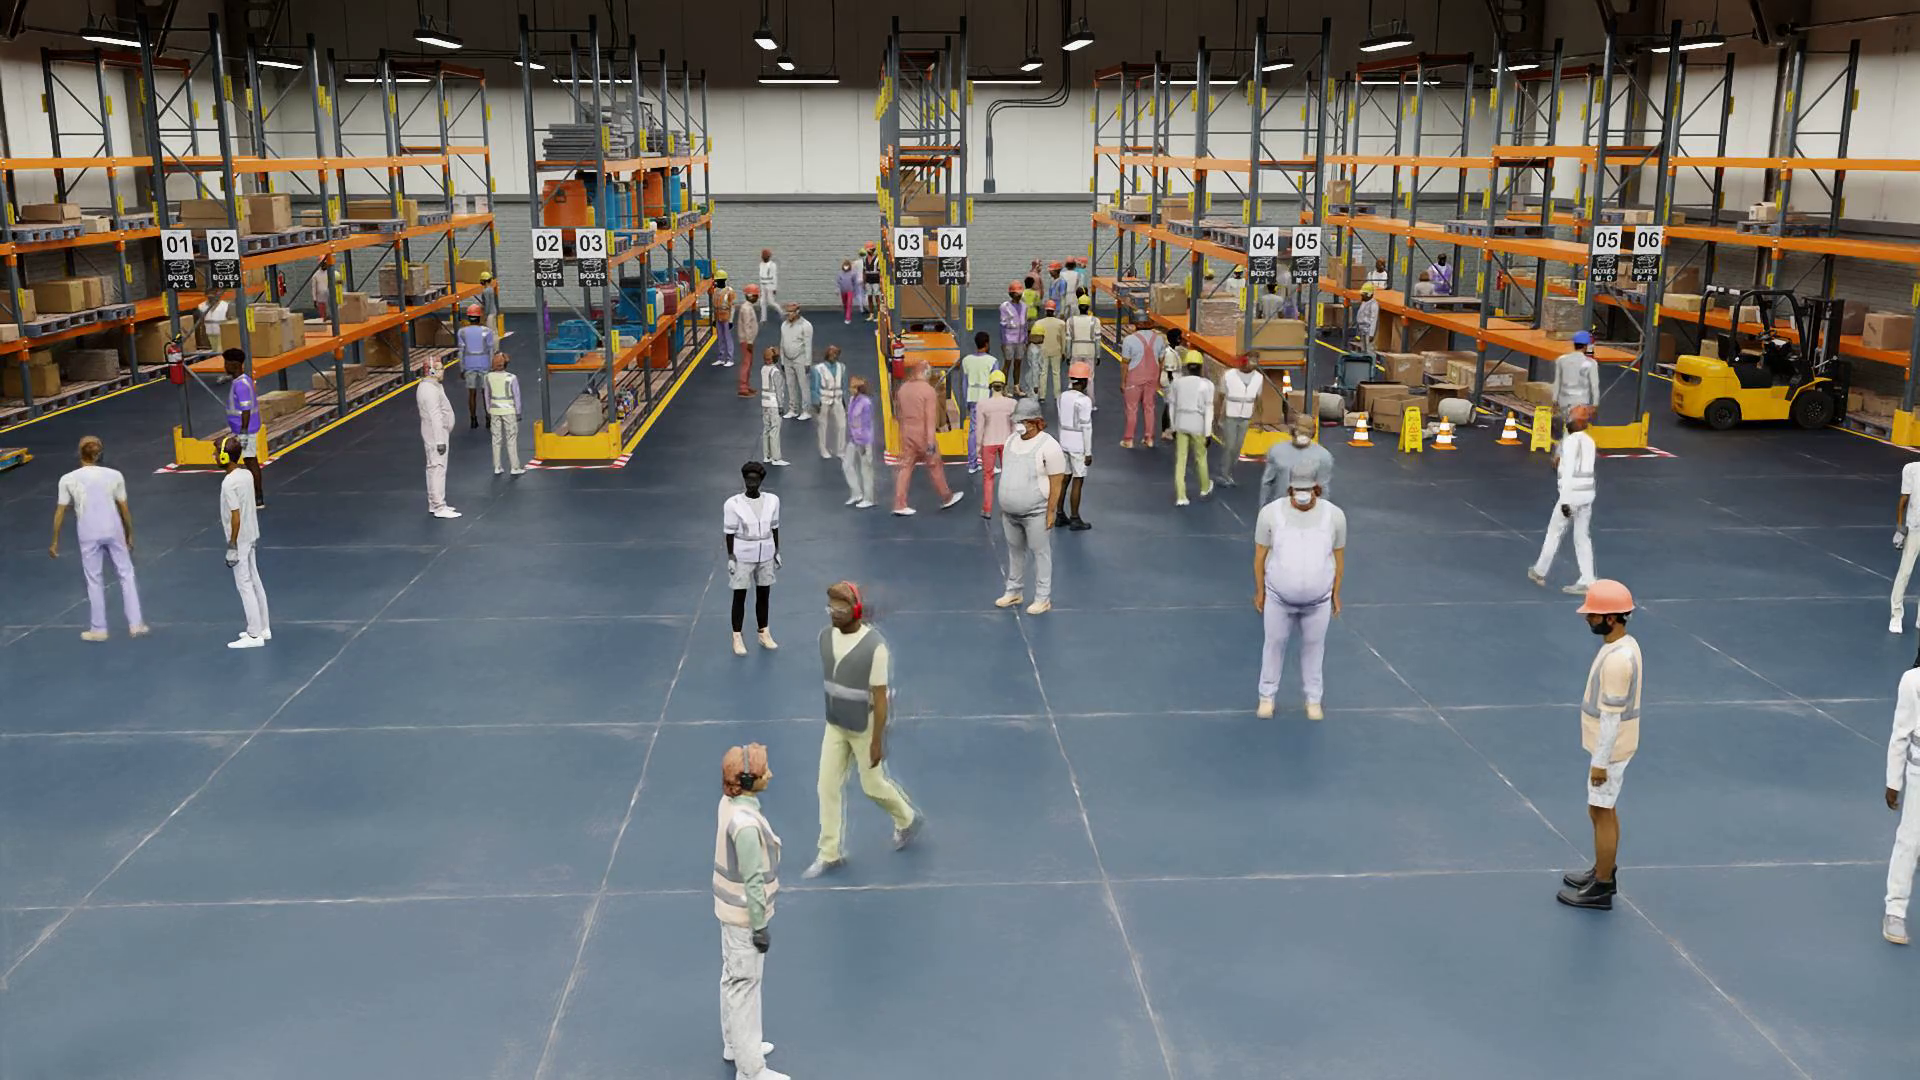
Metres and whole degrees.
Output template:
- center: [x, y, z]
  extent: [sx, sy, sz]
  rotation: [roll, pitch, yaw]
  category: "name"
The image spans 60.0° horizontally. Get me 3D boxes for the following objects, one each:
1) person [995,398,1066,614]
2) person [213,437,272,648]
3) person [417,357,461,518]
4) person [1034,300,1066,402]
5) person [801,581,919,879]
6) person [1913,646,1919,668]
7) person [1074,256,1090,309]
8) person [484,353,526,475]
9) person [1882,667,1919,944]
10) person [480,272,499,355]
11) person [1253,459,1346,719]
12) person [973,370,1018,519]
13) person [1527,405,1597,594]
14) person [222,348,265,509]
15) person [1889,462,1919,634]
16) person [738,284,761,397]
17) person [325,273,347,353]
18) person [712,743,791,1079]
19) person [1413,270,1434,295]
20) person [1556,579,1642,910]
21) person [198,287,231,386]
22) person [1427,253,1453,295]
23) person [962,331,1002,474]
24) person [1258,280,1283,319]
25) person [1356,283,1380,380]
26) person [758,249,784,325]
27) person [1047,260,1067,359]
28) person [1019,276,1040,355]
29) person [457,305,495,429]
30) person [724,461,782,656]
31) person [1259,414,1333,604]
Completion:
- center: [0.609, -0.327, 15.651]
  extent: [0.688, 2.000, 0.539]
  rotation: [12, 18, 41]
  category: "person"
- center: [-6.303, 0.019, 14.556]
  extent: [0.309, 1.868, 0.535]
  rotation: [-1, 13, -3]
  category: "person"
- center: [-6.183, -1.218, 19.717]
  extent: [0.408, 1.908, 0.646]
  rotation: [-6, 15, -25]
  category: "person"
- center: [1.547, -3.241, 28.614]
  extent: [0.566, 1.751, 0.329]
  rotation: [0, 13, 1]
  category: "person"
- center: [-0.591, 1.112, 10.061]
  extent: [0.578, 1.823, 0.828]
  rotation: [11, 17, 40]
  category: "person"
- center: [8.198, 0.181, 13.722]
  extent: [0.358, 1.938, 0.548]
  rotation: [3, 14, 11]
  category: "person"
- center: [2.922, -6.033, 40.484]
  extent: [0.430, 1.722, 0.661]
  rotation: [-6, 15, -24]
  category: "person"
- center: [-6.102, -1.681, 22.247]
  extent: [0.518, 1.640, 0.307]
  rotation: [3, 14, 13]
  category: "person"
- center: [5.353, 1.316, 9.044]
  extent: [0.580, 1.878, 0.339]
  rotation: [4, 14, 16]
  category: "person"
- center: [-9.908, -4.746, 34.962]
  extent: [0.329, 1.769, 0.526]
  rotation: [0, 13, 1]
  category: "person"
- center: [2.581, 0.379, 12.664]
  extent: [0.688, 2.000, 0.536]
  rotation: [2, 13, 7]
  category: "person"
- center: [0.426, -1.119, 19.624]
  extent: [0.555, 1.755, 0.377]
  rotation: [-3, 14, -13]
  category: "person"
- center: [6.010, -0.412, 16.456]
  extent: [0.647, 1.835, 0.814]
  rotation: [-9, 16, -35]
  category: "person"
- center: [-8.664, -1.348, 20.138]
  extent: [0.367, 1.964, 0.609]
  rotation: [-4, 14, -18]
  category: "person"
- center: [8.675, -0.071, 14.936]
  extent: [0.521, 1.871, 0.325]
  rotation: [2, 13, 10]
  category: "person"
- center: [-3.696, -3.508, 29.280]
  extent: [0.463, 1.974, 0.605]
  rotation: [-1, 13, -3]
  category: "person"
- center: [-13.200, -4.784, 35.224]
  extent: [0.488, 1.725, 0.644]
  rotation: [1, 13, 6]
  category: "person"
- center: [-0.994, 1.736, 7.767]
  extent: [0.314, 1.642, 0.514]
  rotation: [-4, 14, -16]
  category: "person"
- center: [10.459, -5.266, 37.495]
  extent: [0.499, 1.610, 0.719]
  rotation: [-4, 14, -15]
  category: "person"
- center: [3.690, 1.169, 9.572]
  extent: [0.392, 1.925, 0.548]
  rotation: [6, 14, 22]
  category: "person"
- center: [-13.735, -3.745, 30.620]
  extent: [0.579, 1.802, 0.886]
  rotation: [-1, 13, -2]
  category: "person"
- center: [11.538, -5.966, 39.970]
  extent: [0.636, 1.842, 0.429]
  rotation: [-2, 13, -8]
  category: "person"
- center: [0.293, -1.837, 22.306]
  extent: [0.593, 1.922, 0.391]
  rotation: [9, 16, 35]
  category: "person"
- center: [5.948, -4.050, 31.792]
  extent: [0.513, 1.872, 0.328]
  rotation: [9, 16, 33]
  category: "person"
- center: [7.692, -3.937, 31.425]
  extent: [0.404, 1.825, 0.594]
  rotation: [-2, 13, -8]
  category: "person"
- center: [-4.724, -6.265, 41.185]
  extent: [0.591, 1.865, 0.702]
  rotation: [11, 17, 39]
  category: "person"
- center: [1.991, -4.792, 34.599]
  extent: [0.418, 2.034, 0.604]
  rotation: [-7, 15, -26]
  category: "person"
- center: [1.449, -4.699, 34.973]
  extent: [0.543, 1.674, 0.604]
  rotation: [-2, 13, -10]
  category: "person"
- center: [-7.535, -2.693, 25.982]
  extent: [0.560, 1.930, 0.531]
  rotation: [-2, 13, -8]
  category: "person"
- center: [-1.785, 0.146, 14.380]
  extent: [0.535, 1.699, 0.321]
  rotation: [-8, 16, -31]
  category: "person"
- center: [3.150, -0.249, 15.615]
  extent: [0.675, 1.912, 0.476]
  rotation: [6, 14, 23]
  category: "person"
